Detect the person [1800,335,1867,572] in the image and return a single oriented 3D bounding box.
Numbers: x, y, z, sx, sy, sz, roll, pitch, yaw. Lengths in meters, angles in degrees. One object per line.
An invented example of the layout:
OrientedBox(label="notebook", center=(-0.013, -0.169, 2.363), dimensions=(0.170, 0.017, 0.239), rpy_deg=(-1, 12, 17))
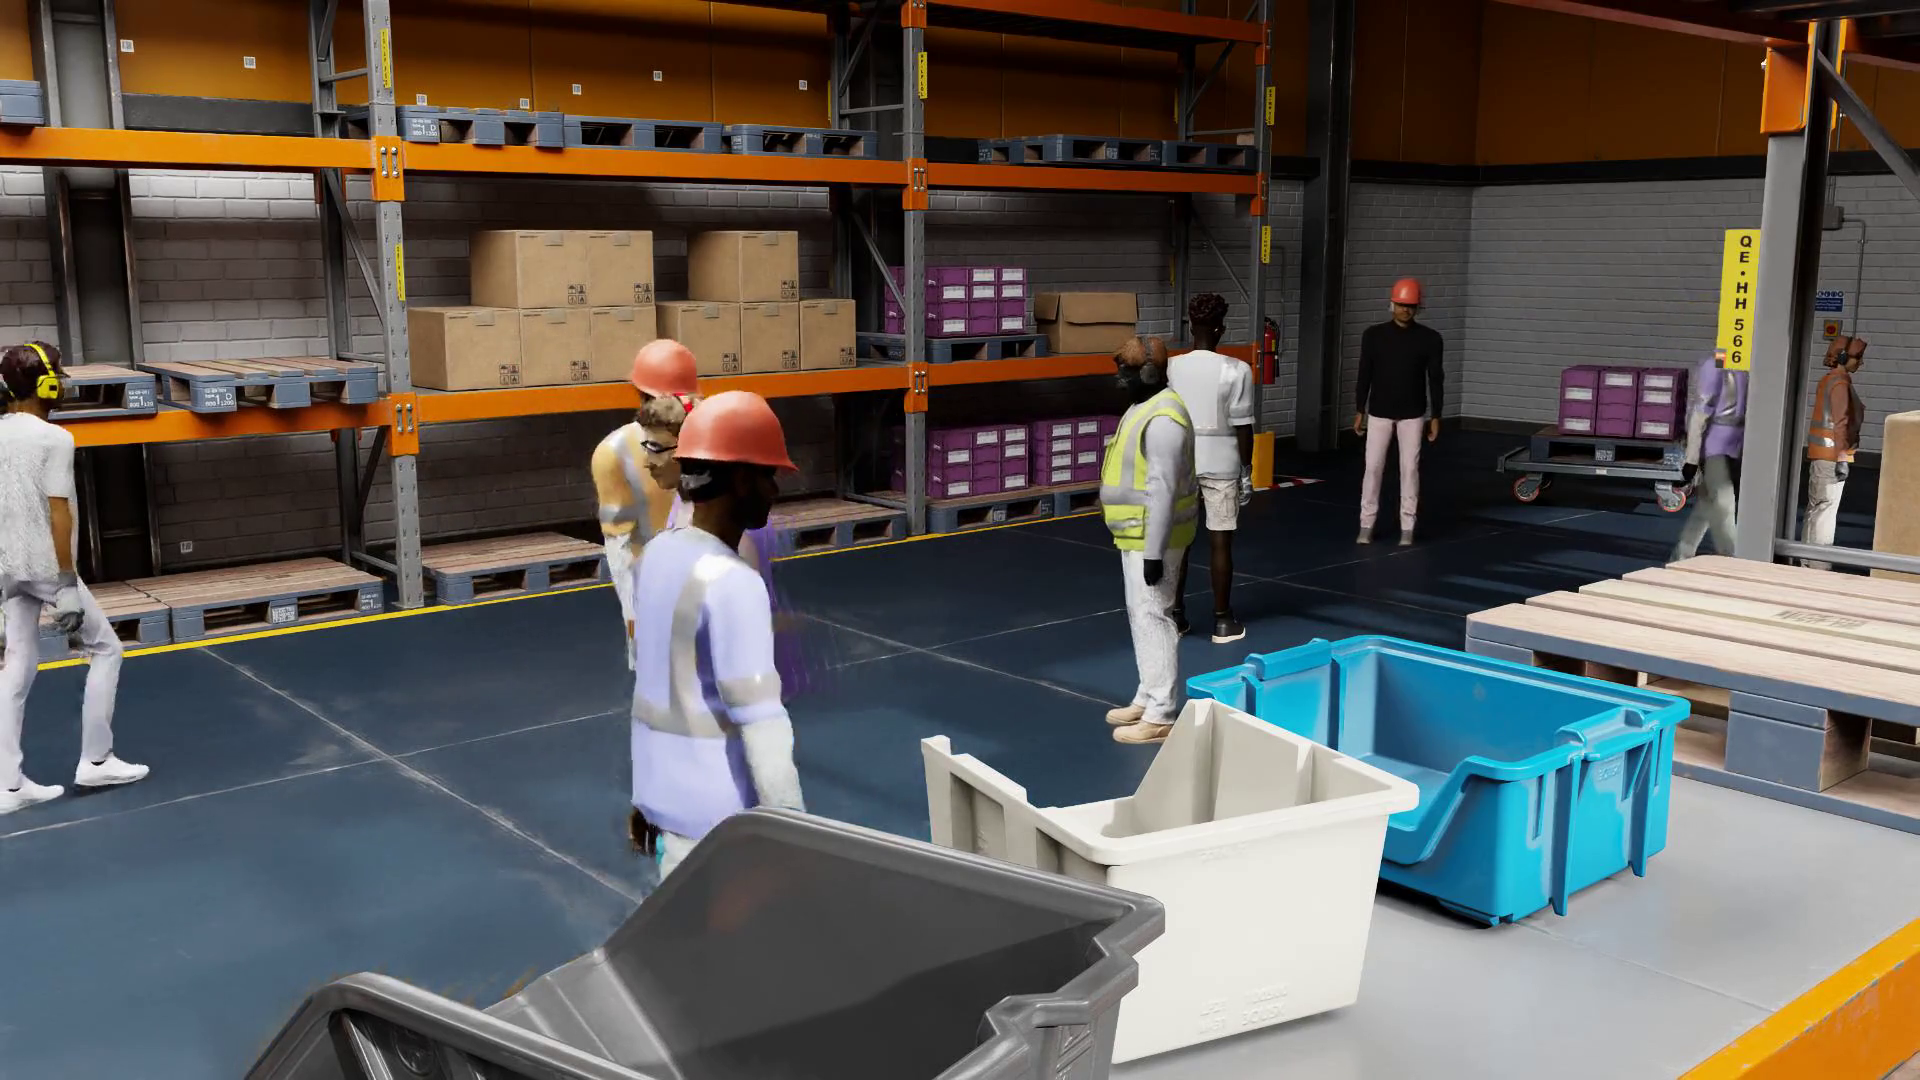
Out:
OrientedBox(label="person", center=(5.739, -0.523, 10.943), dimensions=(0.310, 1.639, 0.514), rpy_deg=(3, 11, 16))

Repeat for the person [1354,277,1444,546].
OrientedBox(label="person", center=(3.242, -0.946, 12.352), dimensions=(0.640, 1.983, 0.412), rpy_deg=(4, 11, 19))

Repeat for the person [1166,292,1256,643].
OrientedBox(label="person", center=(1.366, -0.400, 9.340), dimensions=(0.602, 1.966, 0.368), rpy_deg=(5, 11, 25))

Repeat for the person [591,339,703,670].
OrientedBox(label="person", center=(-1.078, 0.187, 6.282), dimensions=(0.598, 1.883, 0.658), rpy_deg=(-7, 12, -35))

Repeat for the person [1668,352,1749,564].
OrientedBox(label="person", center=(4.866, -0.545, 10.460), dimensions=(0.608, 1.855, 0.880), rpy_deg=(-8, 13, -37))

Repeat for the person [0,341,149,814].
OrientedBox(label="person", center=(-3.624, 0.136, 6.666), dimensions=(0.567, 1.843, 0.740), rpy_deg=(4, 11, 22))

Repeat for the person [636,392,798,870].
OrientedBox(label="person", center=(-0.756, 0.471, 4.876), dimensions=(0.670, 1.811, 0.623), rpy_deg=(-3, 10, -14))

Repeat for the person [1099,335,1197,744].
OrientedBox(label="person", center=(0.842, -0.001, 7.494), dimensions=(0.431, 1.831, 0.628), rpy_deg=(-1, 10, -3))

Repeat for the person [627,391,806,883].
OrientedBox(label="person", center=(-0.471, 0.601, 3.942), dimensions=(0.955, 1.884, 0.584), rpy_deg=(-5, 11, -27))
